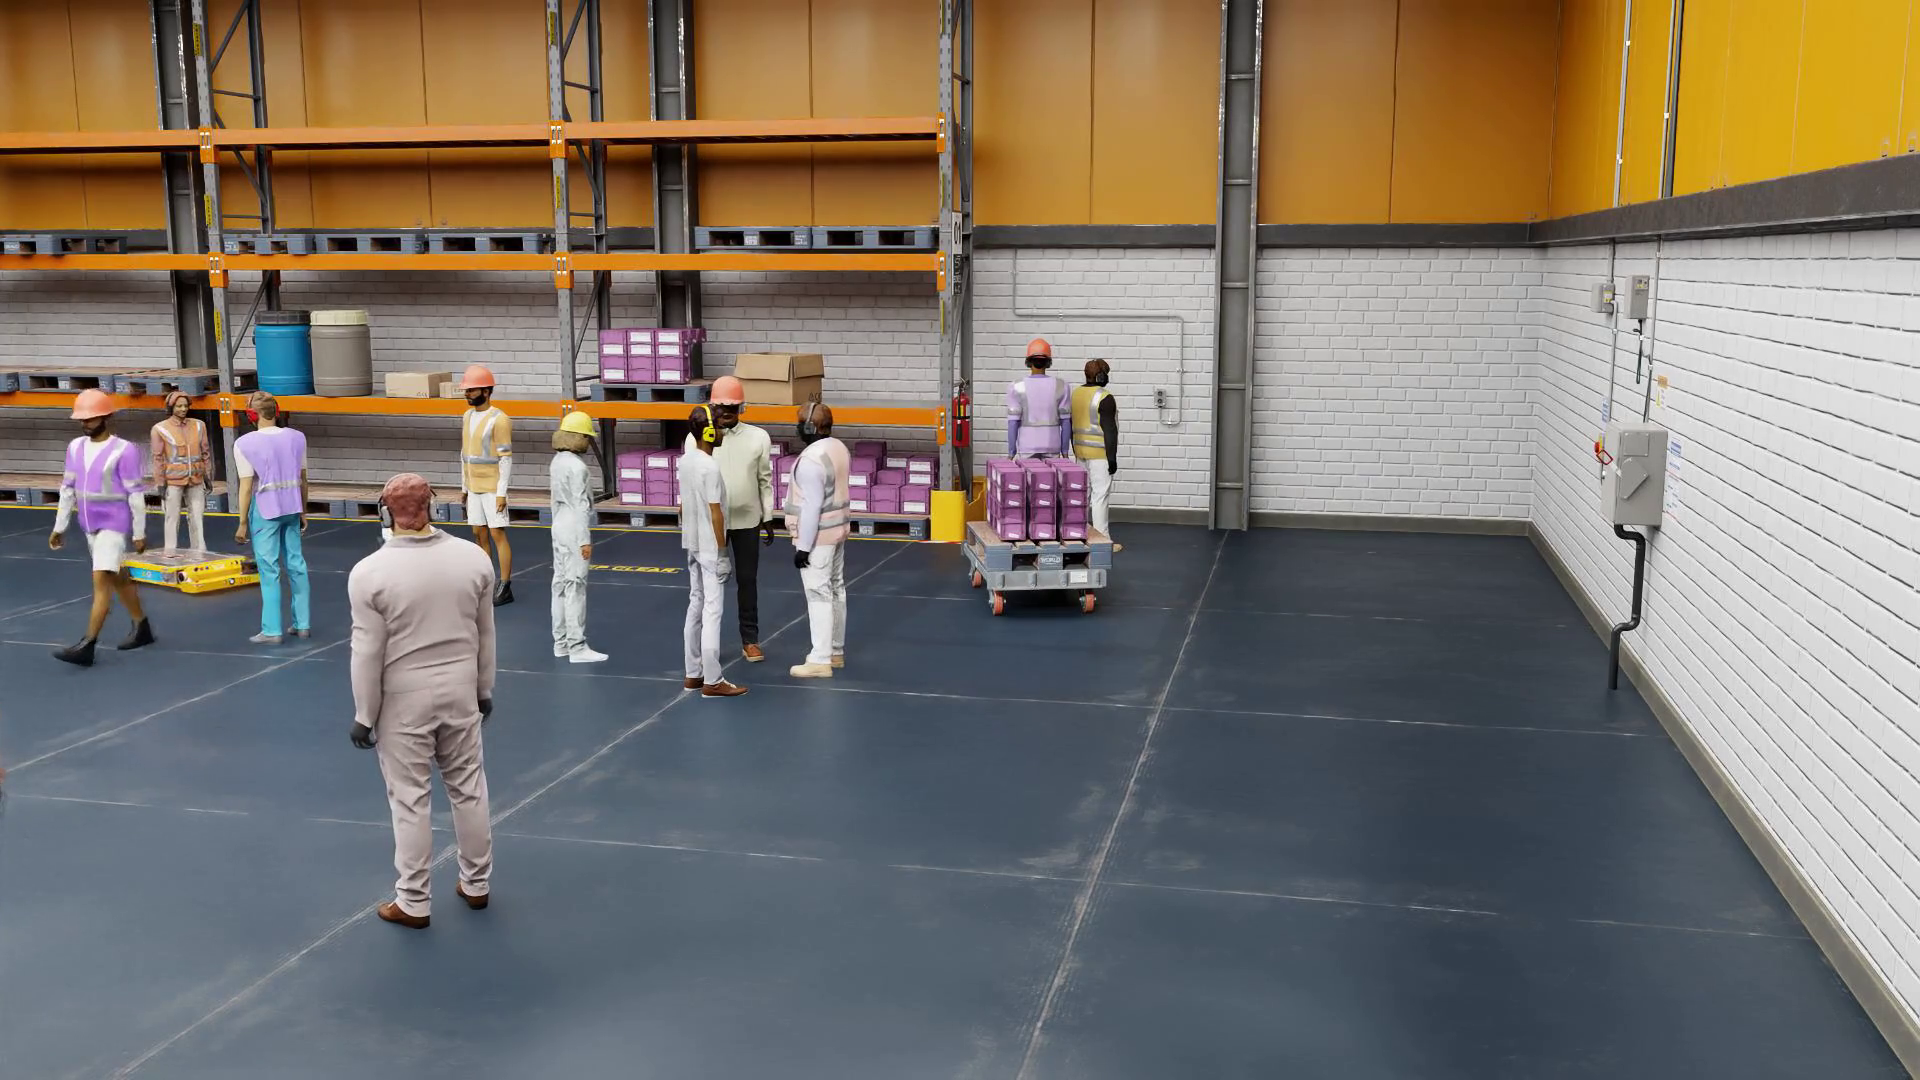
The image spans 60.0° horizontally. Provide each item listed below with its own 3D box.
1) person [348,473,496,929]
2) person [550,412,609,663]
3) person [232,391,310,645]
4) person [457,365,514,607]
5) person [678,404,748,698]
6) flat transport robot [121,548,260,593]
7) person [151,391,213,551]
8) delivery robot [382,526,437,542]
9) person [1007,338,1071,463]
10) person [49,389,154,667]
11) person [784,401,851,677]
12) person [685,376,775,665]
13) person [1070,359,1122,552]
[{"bbox_3d":[-2.254,0.667,6.974,0.636,1.903,0.405,-9,13,-43],"label":"person"},{"bbox_3d":[-2.664,-0.023,11.555,0.328,1.732,0.487,-7,12,-34],"label":"person"},{"bbox_3d":[-4.956,-0.155,12.026,0.390,1.838,0.563,6,11,32],"label":"person"},{"bbox_3d":[-3.827,-0.431,13.363,0.545,1.938,0.359,7,12,35],"label":"person"},{"bbox_3d":[-1.602,0.069,10.606,0.327,1.872,0.516,-7,12,-35],"label":"person"},{"bbox_3d":[-6.709,0.241,14.308,1.431,0.197,0.652,6,11,32],"label":"flat transport robot"},{"bbox_3d":[-6.877,-0.505,14.716,0.321,1.628,0.508,7,12,36],"label":"person"},{"bbox_3d":[-4.928,-0.045,14.888,0.477,0.478,0.707,-6,11,-31],"label":"delivery robot"},{"bbox_3d":[0.735,-0.866,15.624,0.605,2.045,0.377,-1,10,-6],"label":"person"},{"bbox_3d":[-5.989,-0.096,11.538,0.556,1.889,0.960,4,10,21],"label":"person"},{"bbox_3d":[-0.957,-0.005,11.124,0.430,1.845,0.619,3,10,16],"label":"person"},{"bbox_3d":[-1.581,-0.134,11.439,0.625,1.990,0.389,-3,10,-17],"label":"person"},{"bbox_3d":[1.296,-0.801,15.839,0.429,1.844,0.624,-7,12,-34],"label":"person"}]
